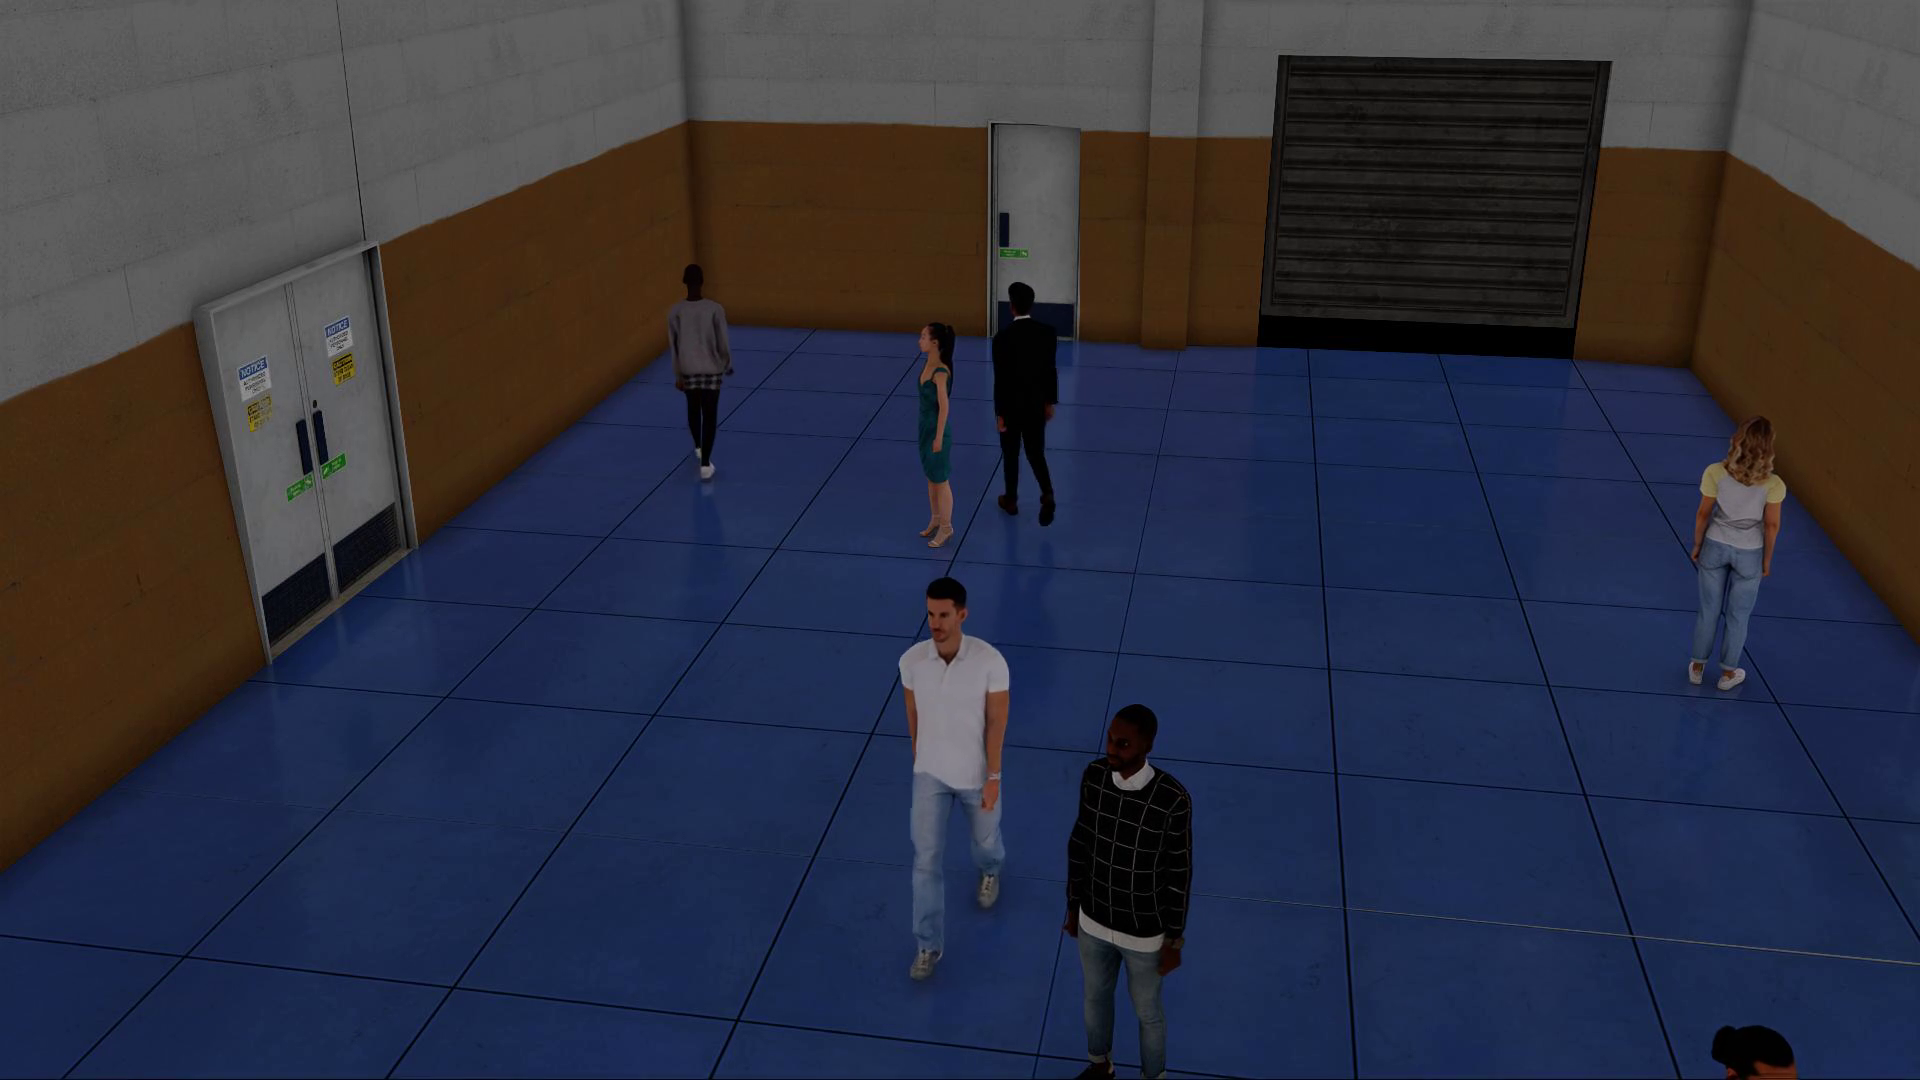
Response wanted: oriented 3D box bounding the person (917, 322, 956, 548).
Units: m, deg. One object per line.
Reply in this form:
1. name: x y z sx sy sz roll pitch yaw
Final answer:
1. person: -0.184 -0.770 12.211 0.615 1.684 0.623 -6 23 -15

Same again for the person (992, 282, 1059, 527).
1. person: 0.515 -0.995 12.530 1.177 1.863 1.123 -9 23 -20

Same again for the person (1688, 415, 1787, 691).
1. person: 4.659 0.080 10.020 0.630 1.723 0.763 14 26 32

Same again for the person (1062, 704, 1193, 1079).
1. person: 0.659 1.455 6.490 0.657 1.821 0.808 15 26 33

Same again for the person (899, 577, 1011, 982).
1. person: 0.019 1.012 7.591 1.124 1.821 0.741 5 22 11

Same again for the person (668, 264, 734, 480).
1. person: -2.112 -1.348 13.565 0.949 1.747 0.775 0 22 1
